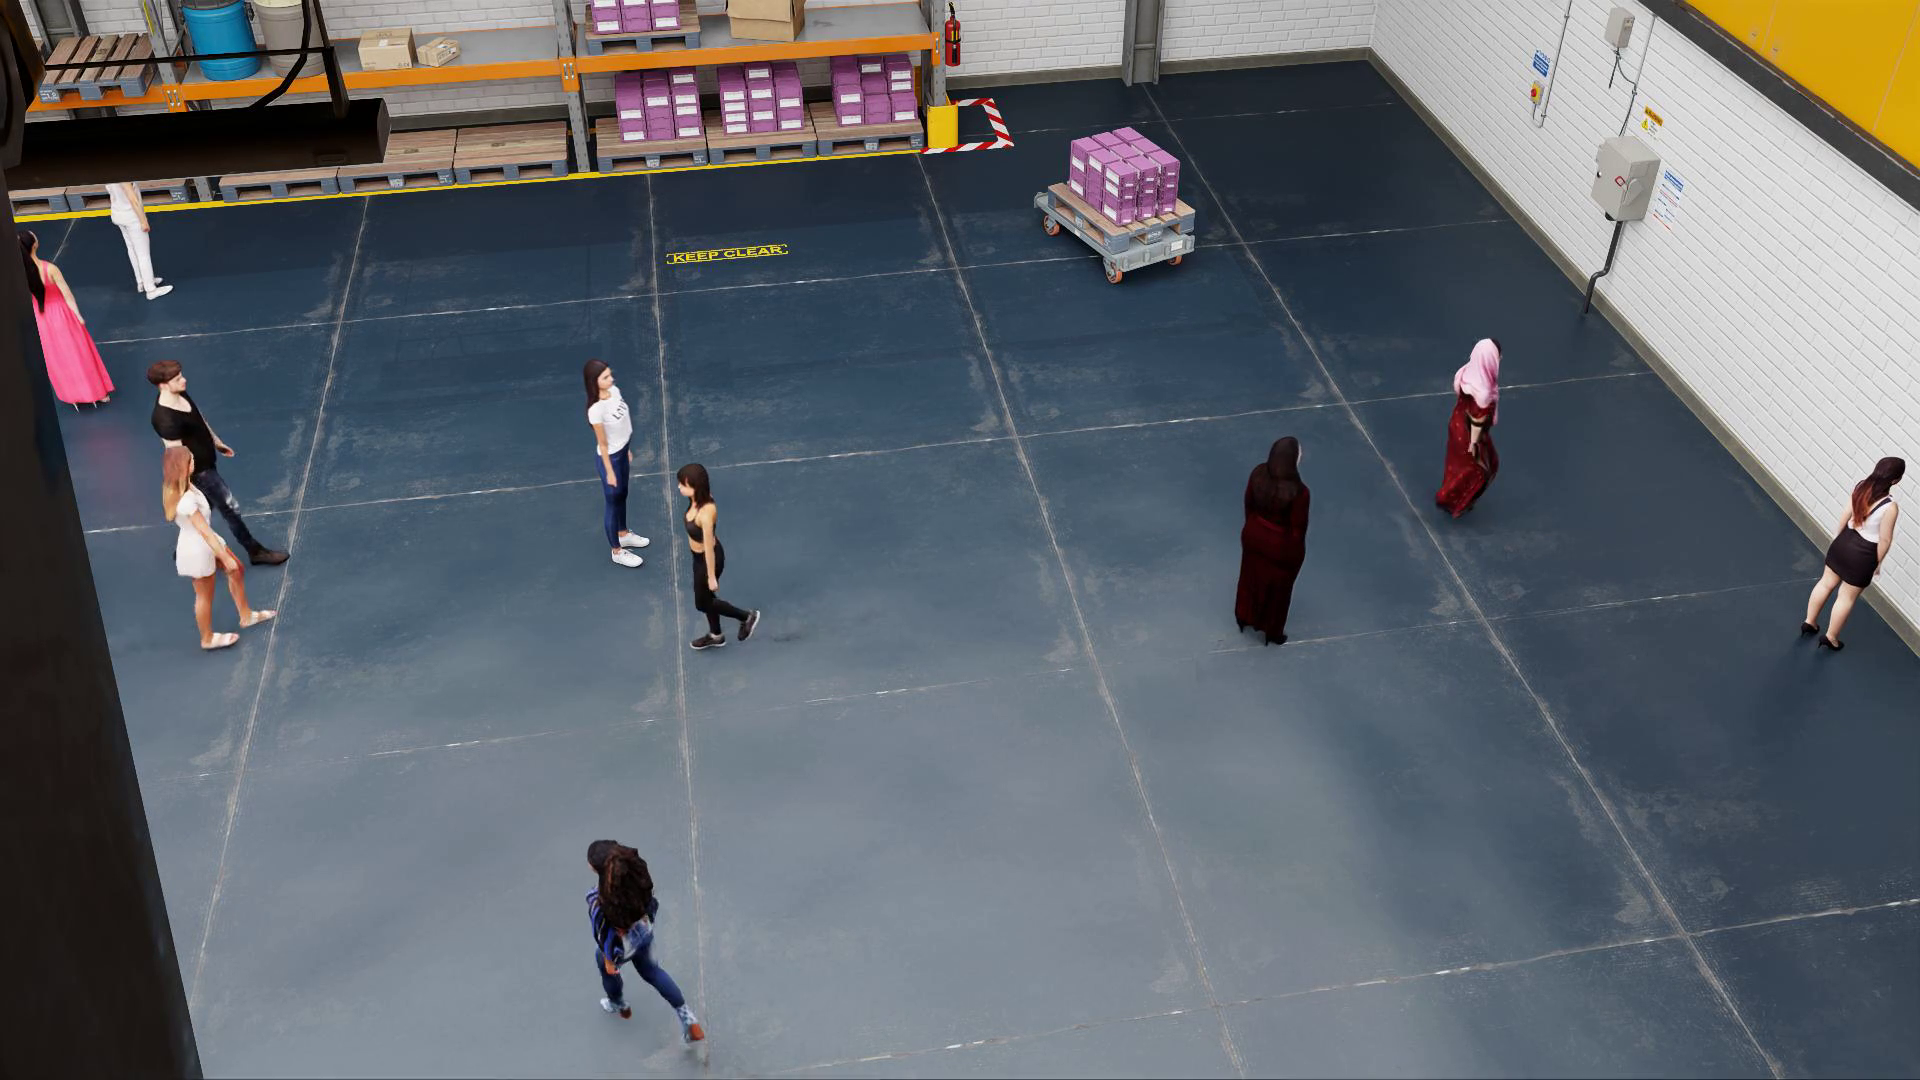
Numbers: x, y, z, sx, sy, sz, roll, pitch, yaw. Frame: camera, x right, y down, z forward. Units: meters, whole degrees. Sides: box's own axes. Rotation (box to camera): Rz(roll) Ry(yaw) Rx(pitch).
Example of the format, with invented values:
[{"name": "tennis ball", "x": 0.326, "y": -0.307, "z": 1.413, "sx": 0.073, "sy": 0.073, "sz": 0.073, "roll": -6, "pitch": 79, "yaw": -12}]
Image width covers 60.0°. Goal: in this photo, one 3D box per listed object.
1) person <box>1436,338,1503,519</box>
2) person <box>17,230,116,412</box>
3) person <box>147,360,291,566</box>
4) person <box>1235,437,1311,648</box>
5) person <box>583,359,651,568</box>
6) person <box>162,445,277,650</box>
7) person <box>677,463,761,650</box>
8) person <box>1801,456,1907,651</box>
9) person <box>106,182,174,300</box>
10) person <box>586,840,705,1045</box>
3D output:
[{"name": "person", "x": 3.954, "y": -0.876, "z": 13.093, "sx": 0.693, "sy": 1.642, "sz": 0.696, "roll": -1, "pitch": 39, "yaw": -1}, {"name": "person", "x": -7.766, "y": -1.881, "z": 14.283, "sx": 0.538, "sy": 1.727, "sz": 0.697, "roll": -2, "pitch": 39, "yaw": -2}, {"name": "person", "x": -5.799, "y": -0.543, "z": 12.488, "sx": 1.105, "sy": 1.877, "sz": 0.736, "roll": -11, "pitch": 40, "yaw": -13}, {"name": "person", "x": 2.228, "y": 0.015, "z": 11.886, "sx": 0.767, "sy": 1.756, "sz": 0.794, "roll": 32, "pitch": 48, "yaw": 33}, {"name": "person", "x": -2.646, "y": -0.601, "z": 12.643, "sx": 0.617, "sy": 1.775, "sz": 0.646, "roll": 5, "pitch": 39, "yaw": 6}, {"name": "person", "x": -5.505, "y": 0.102, "z": 11.849, "sx": 0.856, "sy": 1.666, "sz": 0.724, "roll": -15, "pitch": 41, "yaw": -17}, {"name": "person", "x": -1.722, "y": 0.138, "z": 11.833, "sx": 0.781, "sy": 1.630, "sz": 0.623, "roll": -11, "pitch": 40, "yaw": -14}, {"name": "person", "x": 6.391, "y": 0.090, "z": 11.878, "sx": 0.579, "sy": 1.648, "sz": 0.600, "roll": -15, "pitch": 41, "yaw": -18}, {"name": "person", "x": -7.950, "y": -3.110, "z": 15.867, "sx": 0.674, "sy": 1.671, "sz": 0.729, "roll": 25, "pitch": 45, "yaw": 28}, {"name": "person", "x": -1.789, "y": 2.252, "z": 9.217, "sx": 1.083, "sy": 1.591, "sz": 1.003, "roll": 22, "pitch": 43, "yaw": 25}]
